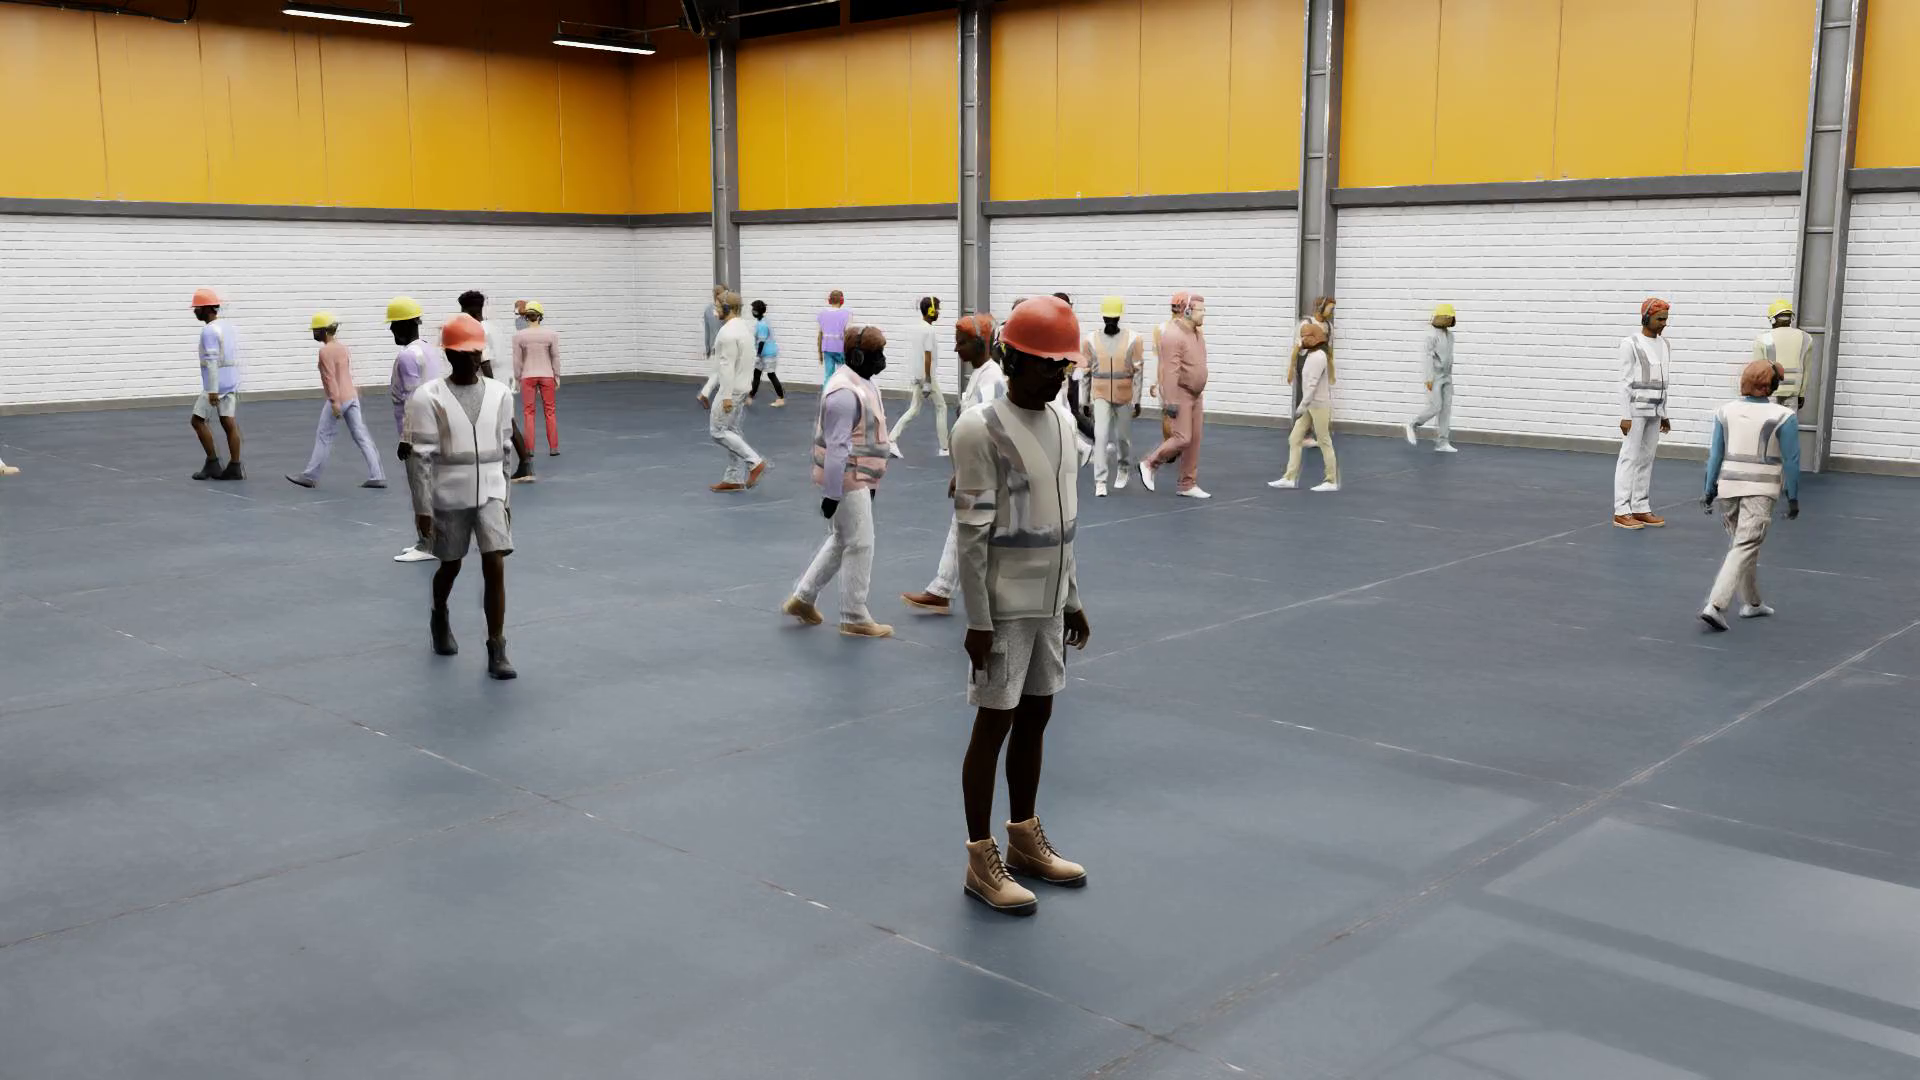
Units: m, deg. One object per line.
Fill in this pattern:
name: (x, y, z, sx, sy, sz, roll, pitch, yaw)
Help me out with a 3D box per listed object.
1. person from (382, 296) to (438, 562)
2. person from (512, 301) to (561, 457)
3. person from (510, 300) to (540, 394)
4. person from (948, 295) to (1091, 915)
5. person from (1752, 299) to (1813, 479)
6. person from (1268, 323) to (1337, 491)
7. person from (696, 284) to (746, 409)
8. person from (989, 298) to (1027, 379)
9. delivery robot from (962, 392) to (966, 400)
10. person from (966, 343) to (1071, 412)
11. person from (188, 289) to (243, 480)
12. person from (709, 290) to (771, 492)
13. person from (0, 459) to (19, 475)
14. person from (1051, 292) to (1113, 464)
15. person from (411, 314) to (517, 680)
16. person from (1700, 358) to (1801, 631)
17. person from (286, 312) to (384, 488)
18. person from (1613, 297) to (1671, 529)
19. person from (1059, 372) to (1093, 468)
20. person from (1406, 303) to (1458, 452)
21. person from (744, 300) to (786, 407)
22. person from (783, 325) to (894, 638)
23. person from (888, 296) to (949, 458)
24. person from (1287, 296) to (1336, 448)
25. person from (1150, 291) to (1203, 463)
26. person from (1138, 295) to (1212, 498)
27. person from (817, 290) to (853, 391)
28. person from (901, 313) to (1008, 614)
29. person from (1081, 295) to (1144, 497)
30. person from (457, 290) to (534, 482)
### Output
person: (-3.968, -0.804, 12.094, 0.368, 1.926, 0.587, -1, 9, -6)
person: (-4.783, -1.815, 18.811, 0.524, 1.760, 0.328, -2, 10, -14)
person: (-7.383, -3.289, 28.350, 0.509, 1.596, 0.837, 7, 12, 37)
person: (0.234, 0.209, 5.557, 0.394, 2.034, 0.605, 7, 12, 38)
person: (8.112, -1.474, 16.516, 0.586, 1.823, 0.403, 0, 9, -1)
person: (3.281, -1.252, 15.838, 0.735, 1.600, 0.501, 0, 9, -3)
person: (-3.668, -2.925, 25.228, 0.967, 1.910, 0.638, -9, 13, -44)
person: (0.601, -1.603, 17.357, 0.688, 1.803, 0.782, 0, 9, -2)
delivery robot: (0.382, -1.919, 22.836, 0.707, 0.478, 0.477, 7, 11, 35)
person: (0.319, -0.238, 8.972, 0.637, 1.813, 0.543, -2, 9, -11)
person: (-7.516, -1.541, 16.625, 0.607, 1.917, 0.580, -1, 9, -4)
person: (-2.112, -1.384, 15.658, 0.513, 1.919, 0.644, 1, 9, 3)
person: (-10.223, -1.551, 17.032, 0.861, 1.812, 0.632, -3, 10, -17)
person: (1.205, -1.743, 18.025, 0.886, 1.882, 0.622, 2, 9, 11)
person: (-2.646, -0.253, 8.826, 0.556, 1.902, 0.946, -7, 11, -35)
person: (4.654, -0.273, 9.844, 0.851, 1.601, 0.533, -5, 11, -30)
person: (-6.033, -1.330, 16.000, 0.929, 1.704, 0.533, 1, 9, 5)
person: (5.613, -1.036, 13.634, 0.573, 1.887, 0.356, -6, 11, -32)
person: (1.049, -1.507, 17.340, 0.616, 1.623, 0.517, 0, 9, 2)
person: (5.550, -1.893, 19.350, 0.497, 1.729, 0.555, -7, 12, -37)
person: (-3.038, -2.825, 25.304, 0.804, 1.644, 0.582, -2, 10, -14)
person: (-0.726, -0.333, 9.587, 0.655, 1.812, 0.644, 1, 9, 5)
person: (-0.442, -1.823, 18.658, 0.937, 1.828, 0.502, -5, 10, -27)
person: (4.170, -1.984, 19.690, 0.524, 1.800, 0.693, -7, 12, -38)
person: (2.362, -1.762, 18.123, 0.573, 1.893, 0.909, 1, 9, 8)
person: (2.019, -1.320, 15.375, 0.566, 1.887, 0.654, 7, 11, 35)
person: (-1.809, -2.726, 24.232, 0.588, 1.842, 0.644, 3, 10, 20)
person: (0.067, -0.423, 9.994, 0.931, 1.842, 0.604, -1, 9, -7)
person: (1.447, -1.381, 15.769, 0.587, 1.888, 0.890, 1, 9, 8)
person: (-4.707, -1.499, 16.420, 1.018, 1.898, 0.631, 1, 9, 6)
